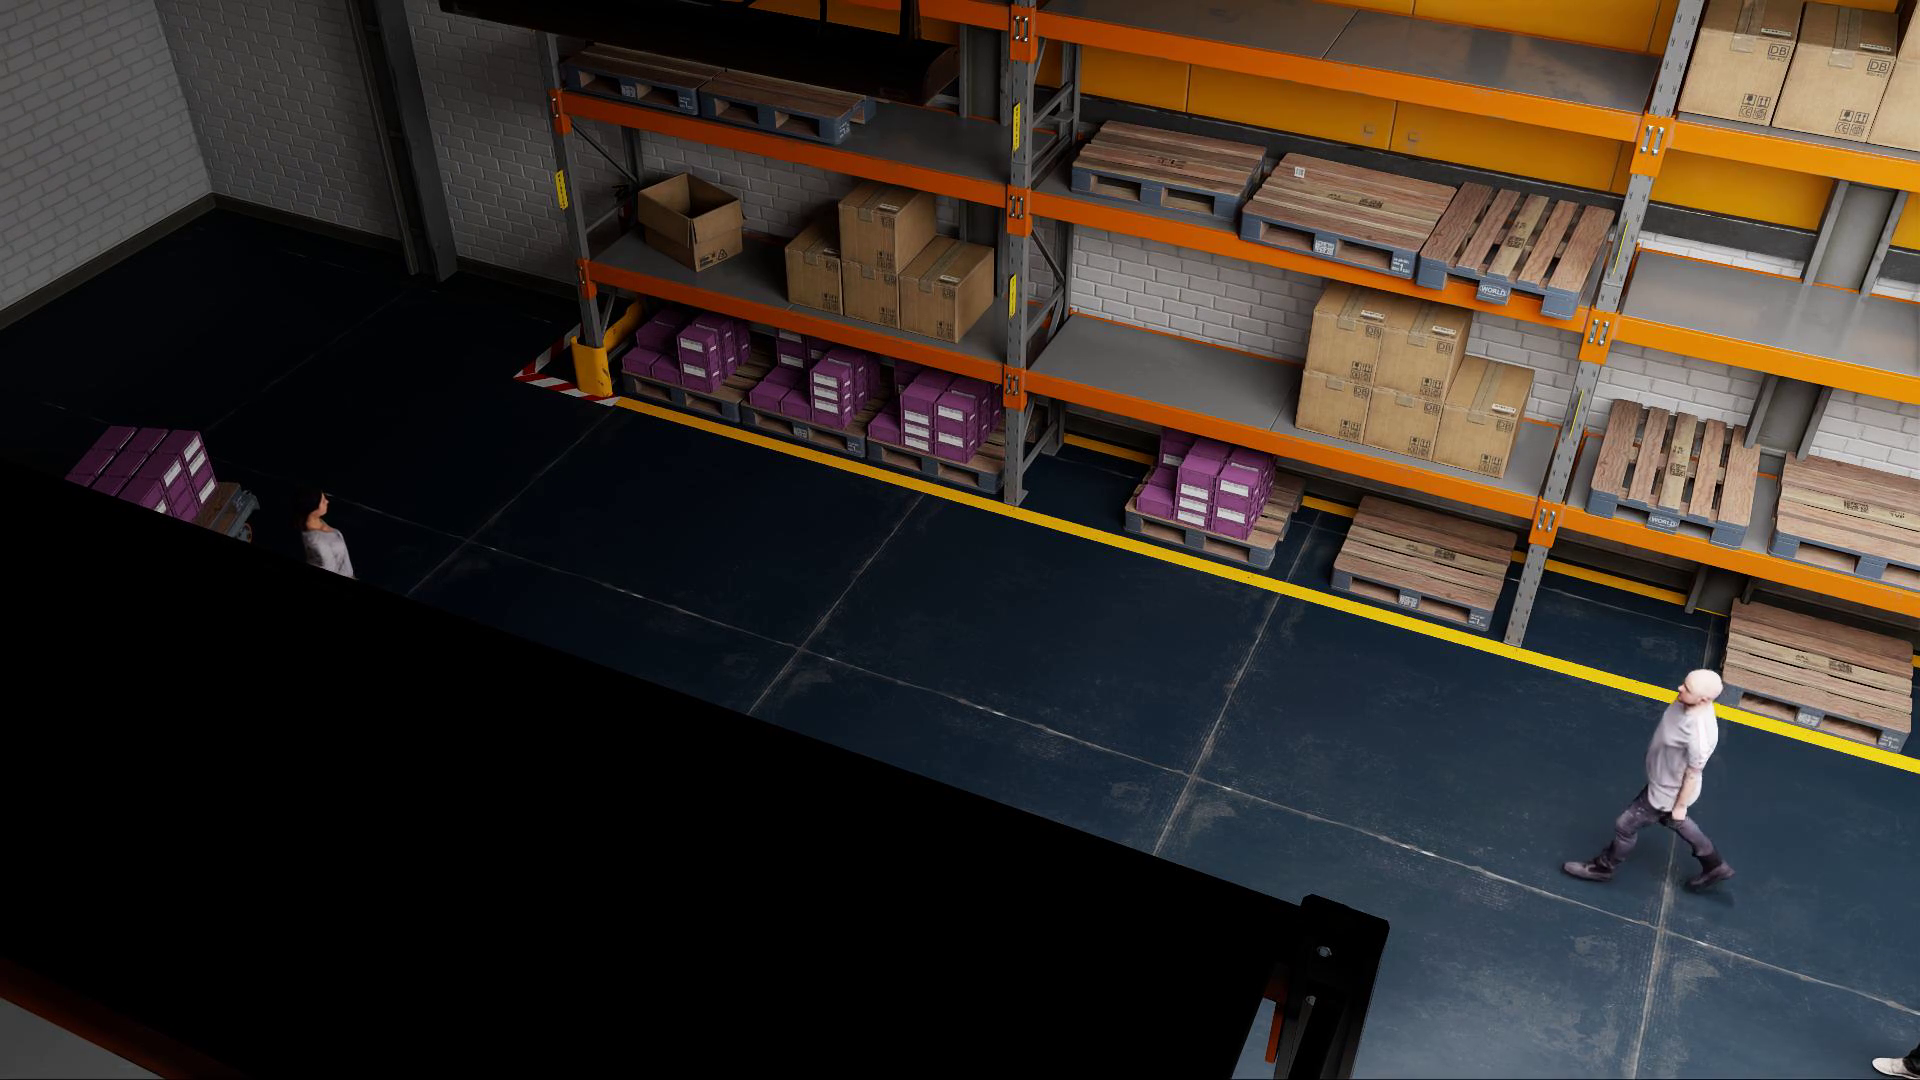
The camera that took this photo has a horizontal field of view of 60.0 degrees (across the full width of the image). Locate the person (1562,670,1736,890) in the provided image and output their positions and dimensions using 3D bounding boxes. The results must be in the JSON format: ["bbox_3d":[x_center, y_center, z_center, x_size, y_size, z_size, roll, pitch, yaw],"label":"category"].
[{"bbox_3d":[4.298,1.471,9.837,1.225,1.804,0.773,12,40,15],"label":"person"}]

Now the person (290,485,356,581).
[{"bbox_3d":[-4.243,0.405,11.255,0.754,1.701,0.670,-17,42,-20],"label":"person"}]
